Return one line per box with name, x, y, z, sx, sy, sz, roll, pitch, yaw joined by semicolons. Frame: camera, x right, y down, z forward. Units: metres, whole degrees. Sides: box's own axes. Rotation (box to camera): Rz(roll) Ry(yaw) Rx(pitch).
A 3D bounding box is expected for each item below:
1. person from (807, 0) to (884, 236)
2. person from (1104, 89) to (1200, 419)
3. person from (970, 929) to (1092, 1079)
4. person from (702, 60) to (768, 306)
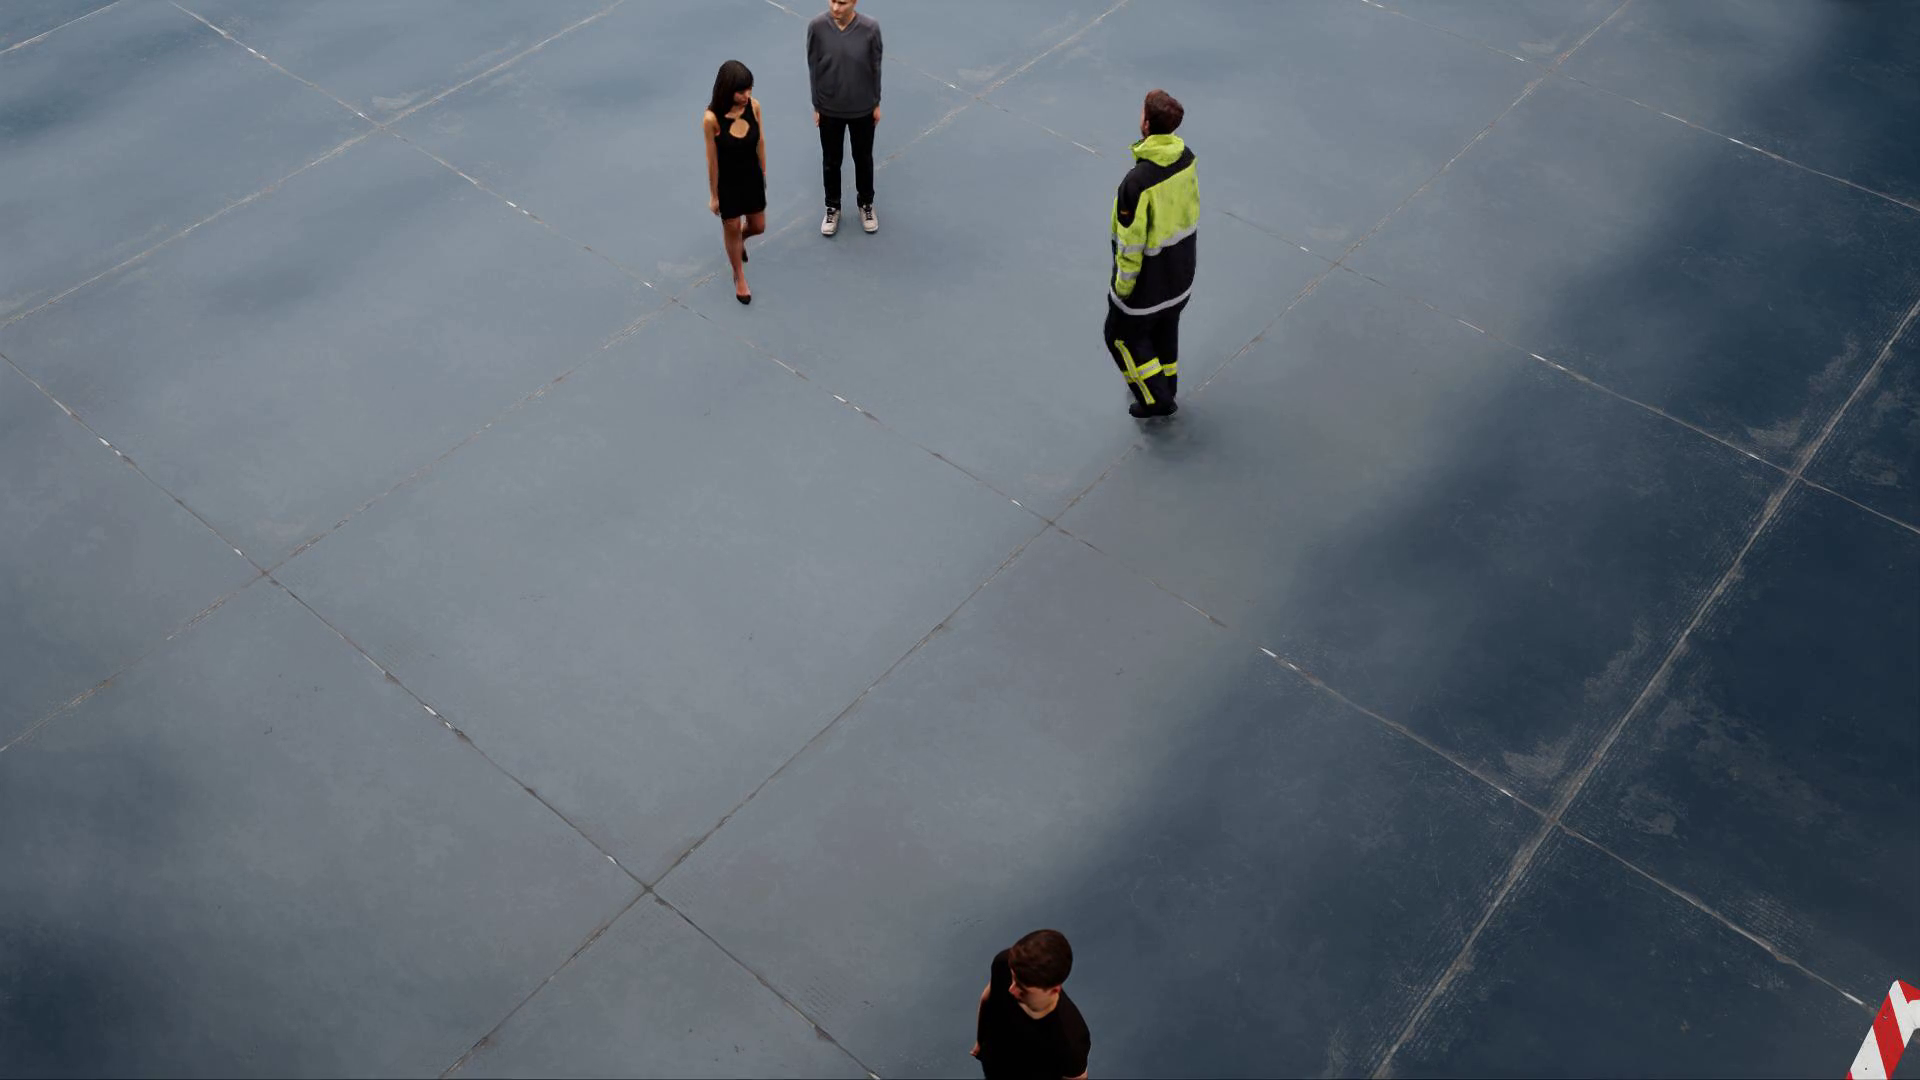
person;-0.708;-2.724;10.383;0.689;1.763;0.755;-2;47;-2
person;1.088;-1.489;9.112;0.857;1.951;0.821;29;53;24
person;0.258;1.932;6.021;0.759;1.847;0.571;-29;54;-24
person;-1.377;-2.180;9.970;0.712;1.631;0.792;-20;50;-18
